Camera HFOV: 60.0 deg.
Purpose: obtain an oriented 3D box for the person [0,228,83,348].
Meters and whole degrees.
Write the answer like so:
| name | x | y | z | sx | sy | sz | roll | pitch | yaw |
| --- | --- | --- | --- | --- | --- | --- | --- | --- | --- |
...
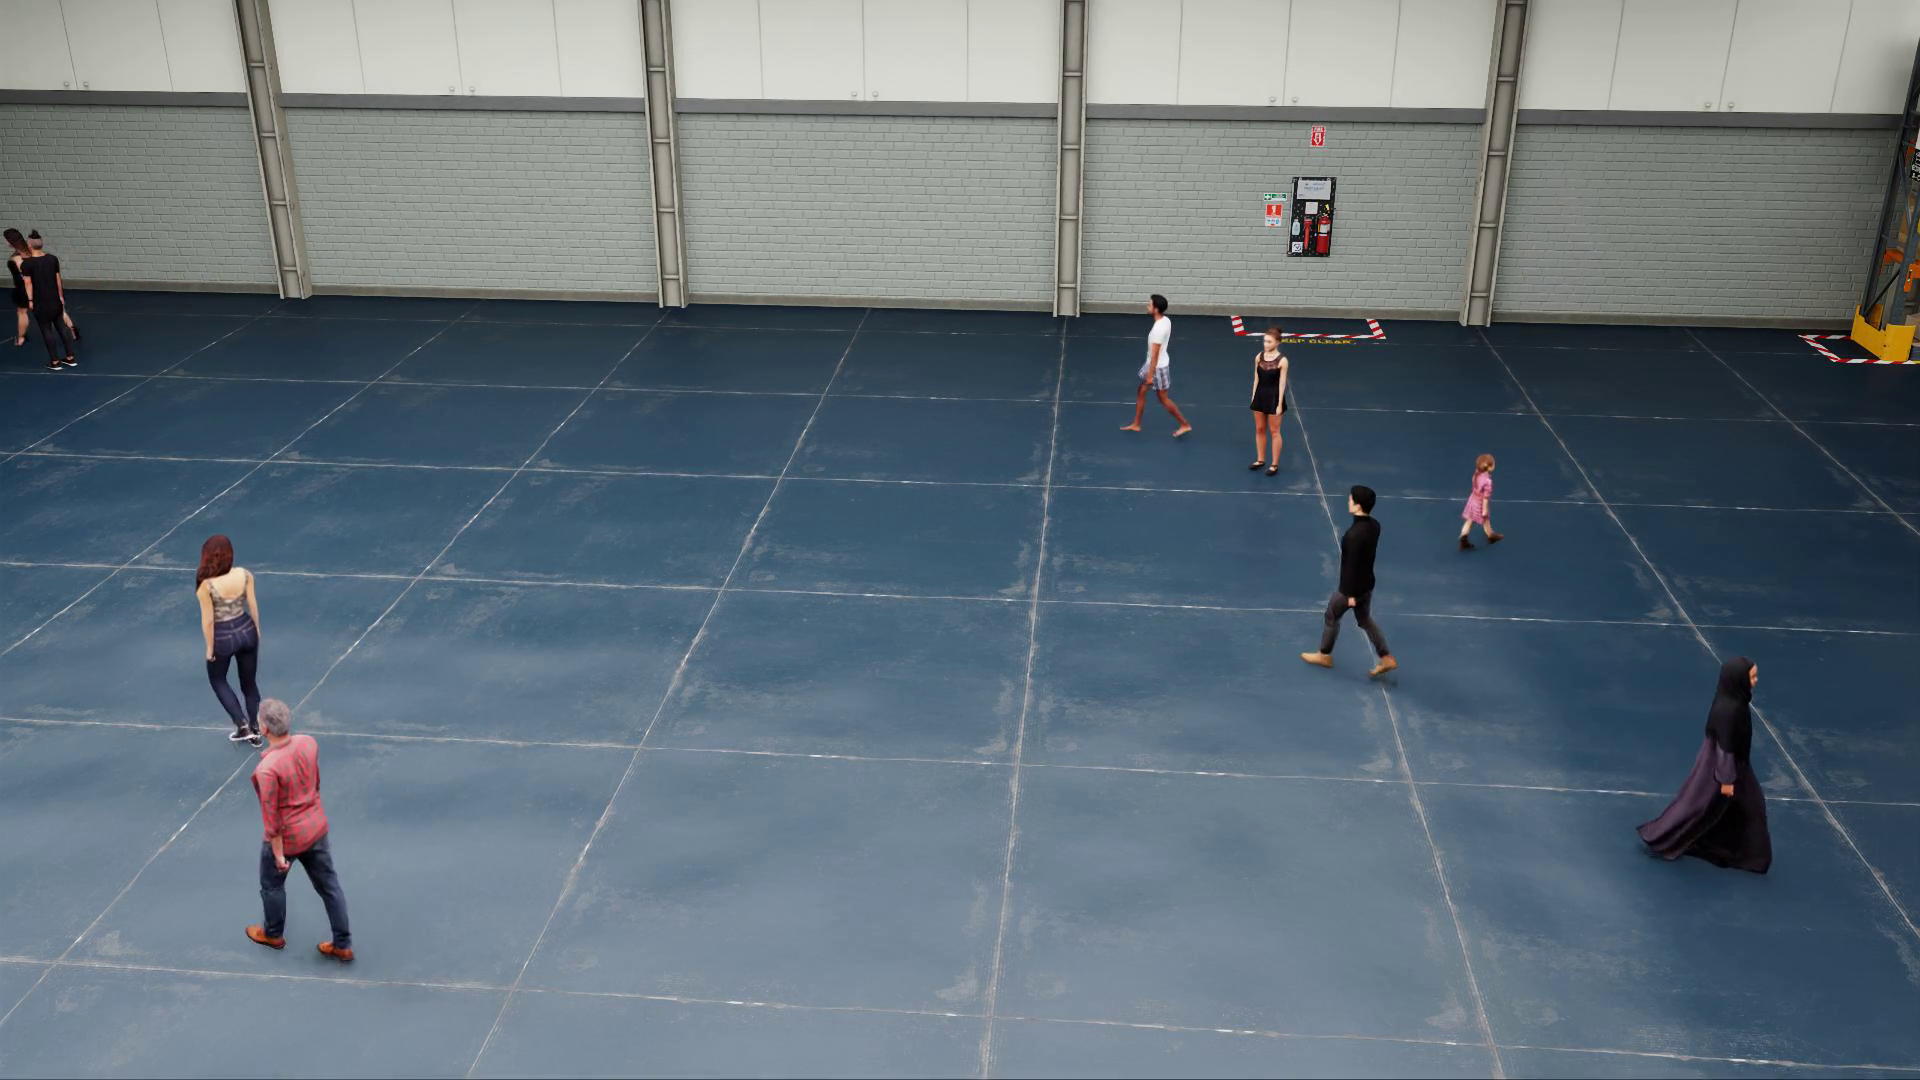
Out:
| name | x | y | z | sx | sy | sz | roll | pitch | yaw |
| --- | --- | --- | --- | --- | --- | --- | --- | --- | --- |
| person | -12.688 | -3.428 | 22.933 | 1.133 | 1.659 | 0.665 | 2 | 23 | 5 |

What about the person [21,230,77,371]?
| name | x | y | z | sx | sy | sz | roll | pitch | yaw |
| --- | --- | --- | --- | --- | --- | --- | --- | --- | --- |
| person | -12.168 | -3.209 | 22.153 | 0.714 | 1.867 | 0.748 | 11 | 25 | 23 |

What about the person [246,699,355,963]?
| name | x | y | z | sx | sy | sz | roll | pitch | yaw |
| --- | --- | --- | --- | --- | --- | --- | --- | --- | --- |
| person | -4.051 | 1.849 | 10.344 | 1.131 | 1.799 | 0.925 | 10 | 25 | 23 |

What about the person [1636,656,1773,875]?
| name | x | y | z | sx | sy | sz | roll | pitch | yaw |
| --- | --- | --- | --- | --- | --- | --- | --- | --- | --- |
| person | 5.127 | 1.513 | 11.379 | 1.185 | 1.609 | 0.944 | 14 | 27 | 29 |

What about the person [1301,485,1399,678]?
| name | x | y | z | sx | sy | sz | roll | pitch | yaw |
| --- | --- | --- | --- | --- | --- | --- | --- | --- | --- |
| person | 3.388 | 0.367 | 13.948 | 1.163 | 1.708 | 1.037 | 20 | 30 | 39 |

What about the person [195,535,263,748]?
| name | x | y | z | sx | sy | sz | roll | pitch | yaw |
| --- | --- | --- | --- | --- | --- | --- | --- | --- | --- |
| person | -5.549 | 0.818 | 12.819 | 0.766 | 1.760 | 0.734 | 18 | 29 | 36 |

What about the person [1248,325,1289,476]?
| name | x | y | z | sx | sy | sz | roll | pitch | yaw |
| --- | --- | --- | --- | --- | --- | --- | --- | --- | --- |
| person | 3.454 | -1.571 | 18.539 | 0.678 | 1.680 | 0.750 | 21 | 31 | 40 |

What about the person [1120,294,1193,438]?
| name | x | y | z | sx | sy | sz | roll | pitch | yaw |
| --- | --- | --- | --- | --- | --- | --- | --- | --- | --- |
| person | 2.401 | -2.013 | 19.557 | 1.129 | 1.698 | 0.748 | 5 | 24 | 11 |

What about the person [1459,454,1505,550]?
| name | x | y | z | sx | sy | sz | roll | pitch | yaw |
| --- | --- | --- | --- | --- | --- | --- | --- | --- | --- |
| person | 5.132 | -0.364 | 16.570 | 0.781 | 0.999 | 0.622 | -9 | 24 | -19 |
